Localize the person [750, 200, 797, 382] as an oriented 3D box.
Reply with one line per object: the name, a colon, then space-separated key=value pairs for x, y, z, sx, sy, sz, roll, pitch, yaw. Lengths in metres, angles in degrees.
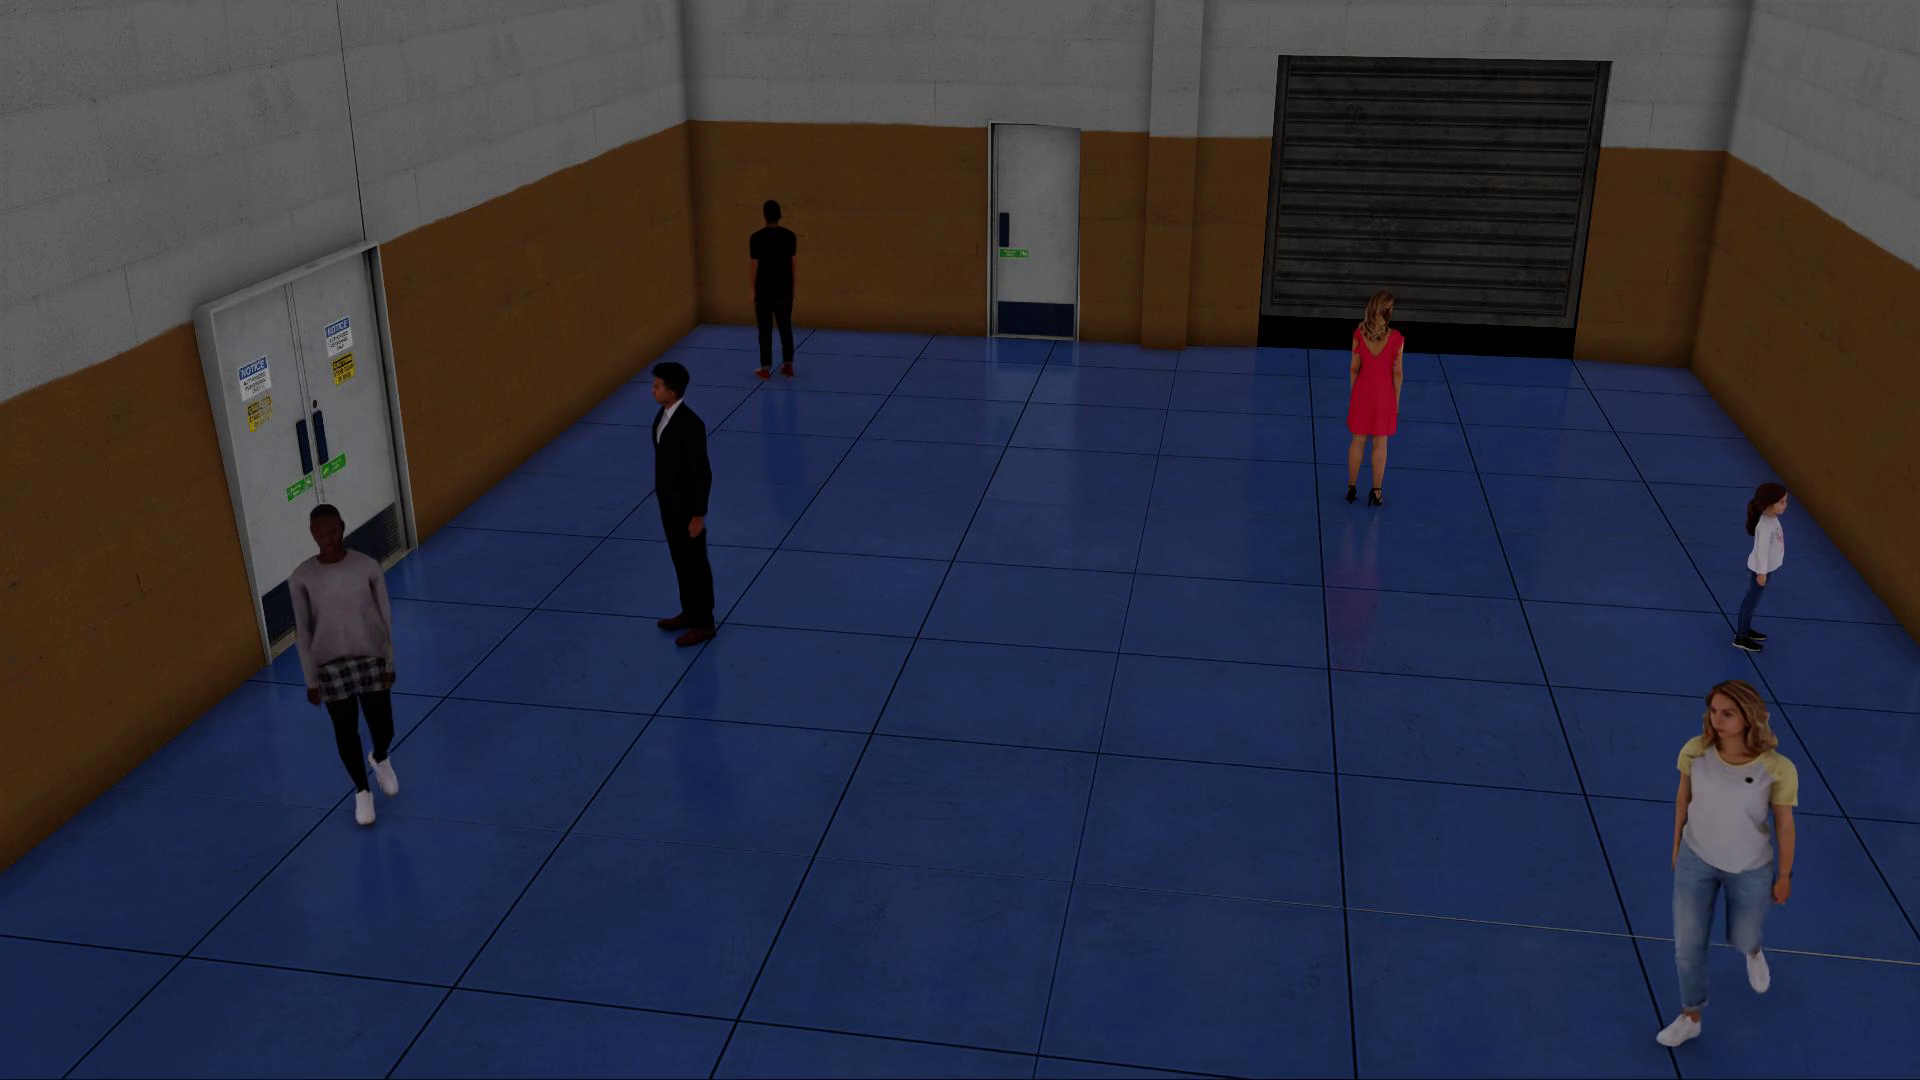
person: x=-1.815 y=-2.441 z=16.272 sx=0.706 sy=1.757 sz=0.786 roll=-11 pitch=24 yaw=-26

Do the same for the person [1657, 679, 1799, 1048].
person: x=3.227 y=1.332 z=6.948 sx=1.036 sy=1.692 sz=1.012 roll=15 pitch=26 yaw=33

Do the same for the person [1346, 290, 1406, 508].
person: x=3.227 y=-1.109 z=12.994 sx=0.577 sy=1.729 sz=0.695 roll=12 pitch=25 yaw=27

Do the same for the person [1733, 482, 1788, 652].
person: x=5.150 y=0.150 z=10.691 sx=0.549 sy=1.111 sz=0.510 roll=12 pitch=25 yaw=28

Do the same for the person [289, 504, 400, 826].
person: x=-3.189 y=0.615 z=8.661 sx=0.769 sy=1.761 sz=0.835 roll=-8 pitch=23 yaw=-20

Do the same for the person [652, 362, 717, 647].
person: x=-1.762 y=-0.248 z=10.651 sx=0.801 sy=1.878 sz=0.760 roll=-13 pitch=25 yaw=-29
